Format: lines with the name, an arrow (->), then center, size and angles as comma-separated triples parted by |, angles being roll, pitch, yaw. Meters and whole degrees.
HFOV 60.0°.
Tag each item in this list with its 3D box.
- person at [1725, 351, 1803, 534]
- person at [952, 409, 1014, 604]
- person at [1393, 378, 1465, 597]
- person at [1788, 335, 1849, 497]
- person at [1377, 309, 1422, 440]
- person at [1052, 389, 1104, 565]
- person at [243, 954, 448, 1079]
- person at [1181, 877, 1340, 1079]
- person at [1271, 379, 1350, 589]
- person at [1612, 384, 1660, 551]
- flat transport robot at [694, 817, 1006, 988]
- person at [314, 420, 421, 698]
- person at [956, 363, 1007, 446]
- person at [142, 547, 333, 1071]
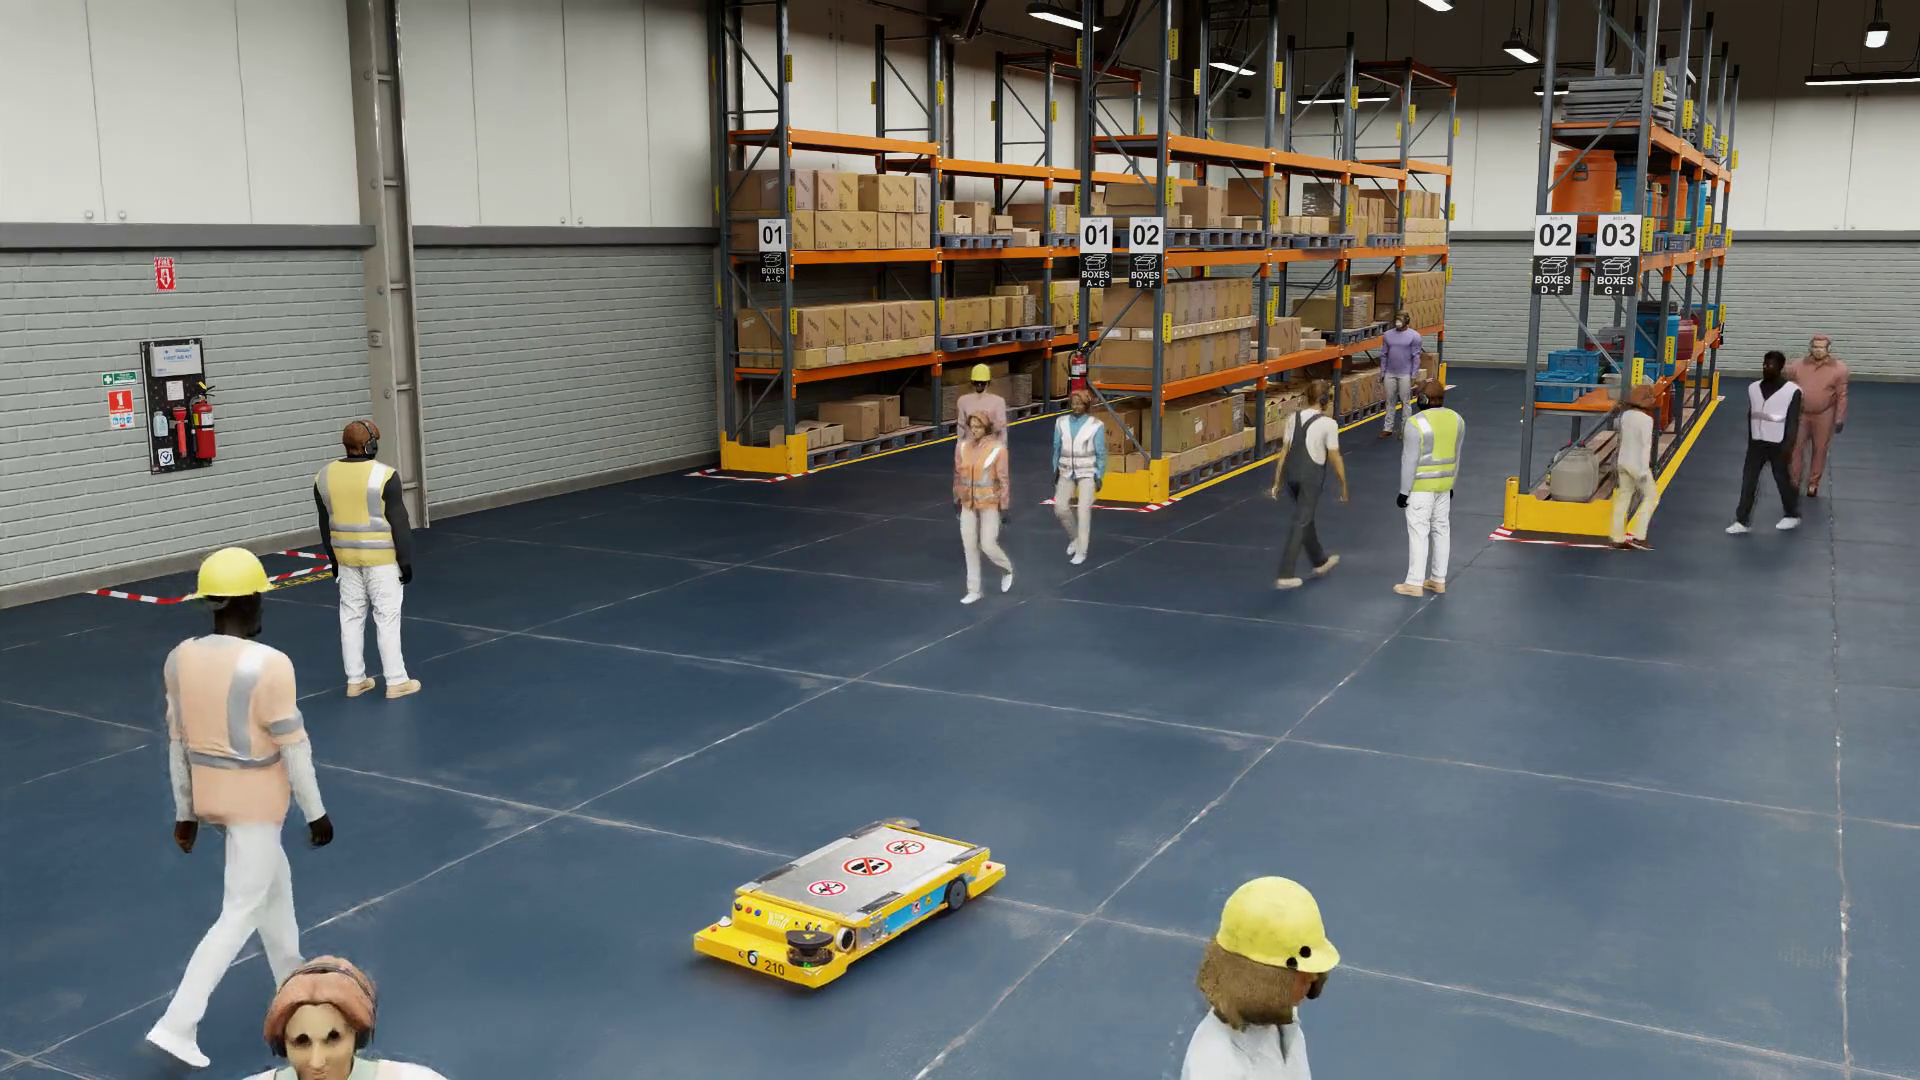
person -> 8.332, -1.007, 17.050 | 0.984, 1.877, 0.606 | -6, 12, -29
person -> 0.198, -0.285, 13.780 | 0.516, 1.623, 0.443 | 7, 13, 34
person -> 3.937, -0.443, 14.051 | 0.624, 1.845, 0.429 | -6, 12, -29
person -> 9.844, -1.410, 19.192 | 0.671, 1.880, 0.792 | 7, 12, 32
person -> 6.539, -2.460, 24.780 | 0.632, 1.940, 0.372 | 9, 13, 39
person -> 1.090, -0.590, 15.406 | 0.534, 1.627, 0.364 | 6, 12, 29
person -> -1.262, 1.634, 3.338 | 0.527, 1.609, 0.747 | -2, 11, -9
person -> 0.687, 1.548, 3.572 | 0.863, 1.700, 0.510 | 6, 12, 32
person -> 3.074, -0.496, 14.477 | 0.968, 1.786, 0.554 | -7, 13, -35
person -> 6.559, -0.694, 16.038 | 0.493, 1.617, 0.502 | -2, 11, -12
flat transport robot -> -0.451, 1.565, 7.382 | 0.652, 0.197, 1.431 | 7, 13, 33
person -> -3.878, 0.129, 10.930 | 0.627, 1.844, 0.429 | 2, 11, 12
person -> 0.229, -0.943, 17.039 | 0.542, 1.742, 0.692 | 2, 11, 13
person -> -2.729, 0.974, 6.206 | 0.590, 1.894, 0.914 | 6, 12, 29
